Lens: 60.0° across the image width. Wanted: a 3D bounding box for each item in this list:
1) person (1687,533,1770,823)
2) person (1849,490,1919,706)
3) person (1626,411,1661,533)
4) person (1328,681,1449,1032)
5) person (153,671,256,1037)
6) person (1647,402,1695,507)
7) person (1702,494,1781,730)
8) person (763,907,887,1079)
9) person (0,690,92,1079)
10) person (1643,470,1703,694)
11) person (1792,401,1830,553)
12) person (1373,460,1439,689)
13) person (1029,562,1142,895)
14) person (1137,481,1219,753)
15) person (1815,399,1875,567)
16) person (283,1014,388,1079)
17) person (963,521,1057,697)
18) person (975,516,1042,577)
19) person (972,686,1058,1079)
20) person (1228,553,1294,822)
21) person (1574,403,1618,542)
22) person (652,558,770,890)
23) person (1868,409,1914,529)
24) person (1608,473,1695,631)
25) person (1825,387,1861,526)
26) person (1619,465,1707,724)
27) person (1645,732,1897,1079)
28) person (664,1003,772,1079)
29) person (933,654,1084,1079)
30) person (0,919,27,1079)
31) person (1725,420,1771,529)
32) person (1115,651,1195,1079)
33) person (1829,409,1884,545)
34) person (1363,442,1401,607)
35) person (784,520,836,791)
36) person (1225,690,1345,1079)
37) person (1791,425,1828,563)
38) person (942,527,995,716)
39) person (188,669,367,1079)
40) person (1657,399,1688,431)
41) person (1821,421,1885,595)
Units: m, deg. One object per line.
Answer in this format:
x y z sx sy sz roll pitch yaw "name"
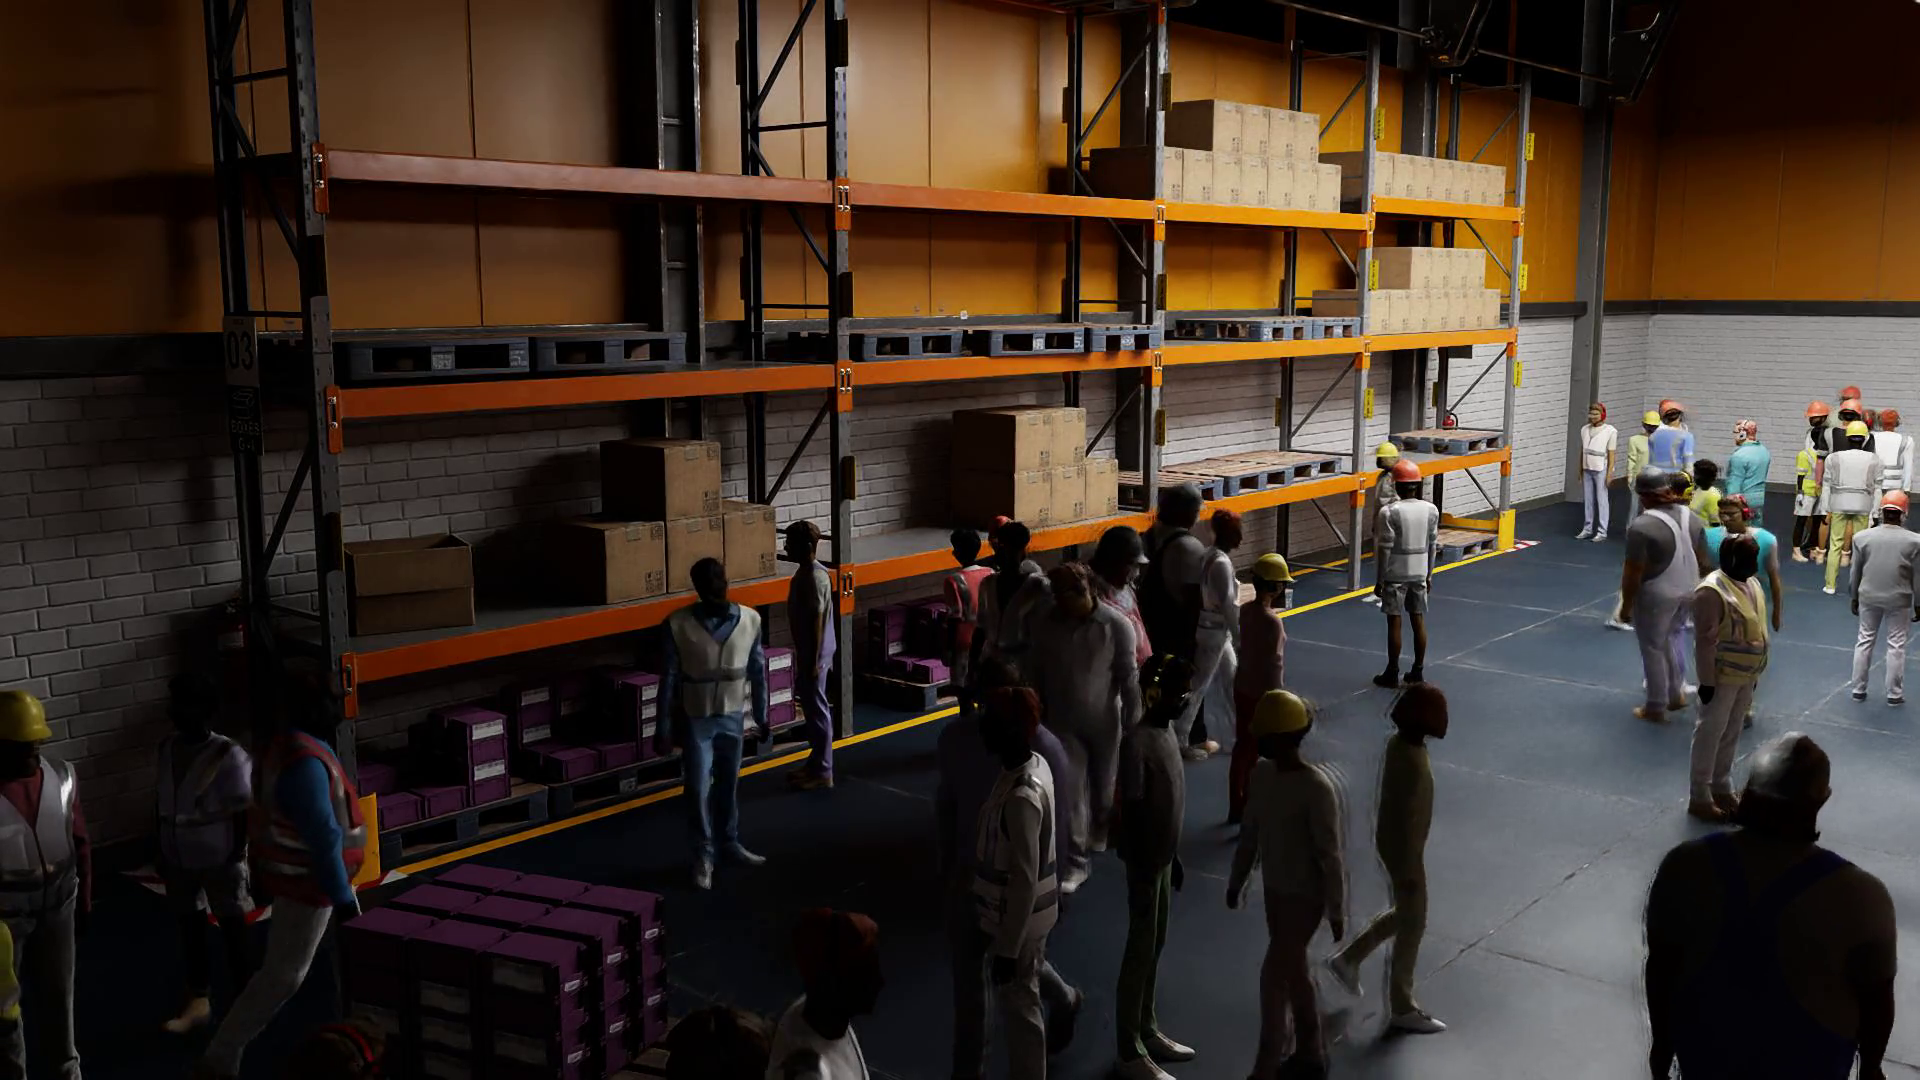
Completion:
4.922 0.865 10.638 0.633 1.841 0.429 -7 11 -38 "person"
7.533 0.466 13.520 0.566 1.745 0.350 8 12 43 "person"
8.957 -0.802 21.664 0.528 1.761 0.339 1 9 6 "person"
1.999 1.437 7.644 0.438 1.619 0.553 1 9 5 "person"
-3.414 1.423 7.500 0.535 1.700 0.318 3 9 19 "person"
8.602 -0.657 20.000 0.414 1.986 0.809 -3 9 -21 "person"
5.984 0.541 12.835 0.633 1.803 0.572 -7 11 -36 "person"
-0.268 1.846 4.321 0.993 1.829 0.605 0 9 2 "person"
-3.758 1.491 6.671 0.403 1.825 0.596 6 10 32 "person"
5.933 0.350 13.869 0.323 1.870 0.518 -7 11 -39 "person"
10.829 -0.794 21.066 0.389 1.930 0.544 -1 9 -9 "person"
3.746 0.289 14.037 0.545 1.941 0.351 -3 9 -16 "person"
0.727 1.021 9.662 0.671 1.843 0.987 2 9 12 "person"
1.528 0.560 11.968 0.708 2.000 0.694 -6 11 -36 "person"
10.646 -0.683 20.043 0.611 2.029 0.409 5 10 31 "person"
-1.361 1.947 3.797 0.568 1.788 0.984 1 9 8 "person"
0.277 0.845 10.415 0.682 1.943 0.688 -9 12 -44 "person"
0.311 0.689 12.056 0.575 1.749 0.335 1 9 9 "person"
0.206 1.486 6.499 0.355 1.883 0.576 0 9 2 "person"
1.884 0.952 10.354 0.344 1.756 0.518 -2 9 -15 "person"
8.430 -0.894 22.003 0.388 1.838 0.562 -4 10 -25 "person"
-1.411 1.025 9.461 0.696 1.881 0.540 -5 10 -30 "person"
11.290 -0.658 20.319 0.585 1.883 0.340 4 10 26 "person"
6.809 0.128 16.236 0.895 1.579 0.568 2 9 15 "person"
12.572 -1.199 23.597 0.608 1.938 1.030 8 12 42 "person"
5.430 0.405 12.967 0.697 2.000 0.540 -4 10 -25 "person"
2.615 1.587 5.342 0.696 2.000 0.754 8 12 43 "person"
-0.495 1.931 3.807 0.338 1.838 0.503 -1 9 -9 "person"
0.184 1.394 7.018 0.646 1.913 0.753 7 11 37 "person"
-2.959 1.743 4.765 0.622 1.897 0.818 -8 12 -42 "person"
8.742 -0.391 18.578 0.640 1.898 0.394 -7 11 -38 "person"
0.848 1.395 7.156 0.329 1.865 0.515 4 10 23 "person"
11.725 -0.784 21.396 0.564 1.813 0.862 -8 12 -43 "person"
4.505 -0.165 17.619 0.313 1.740 0.483 -2 9 -15 "person"
-1.019 0.775 11.256 0.341 1.838 0.501 -3 9 -17 "person"
1.293 1.485 6.942 0.704 1.741 0.552 -4 10 -23 "person"
10.443 -0.564 20.342 0.533 1.694 0.320 -2 9 -15 "person"
0.074 0.753 11.841 0.322 1.691 0.535 8 12 42 "person"
-2.798 1.454 7.007 0.928 1.796 0.677 -3 9 -18 "person"
9.331 -0.924 22.045 0.573 1.883 0.356 -3 9 -17 "person"
9.727 -0.340 18.166 0.587 1.920 0.397 5 10 27 "person"
